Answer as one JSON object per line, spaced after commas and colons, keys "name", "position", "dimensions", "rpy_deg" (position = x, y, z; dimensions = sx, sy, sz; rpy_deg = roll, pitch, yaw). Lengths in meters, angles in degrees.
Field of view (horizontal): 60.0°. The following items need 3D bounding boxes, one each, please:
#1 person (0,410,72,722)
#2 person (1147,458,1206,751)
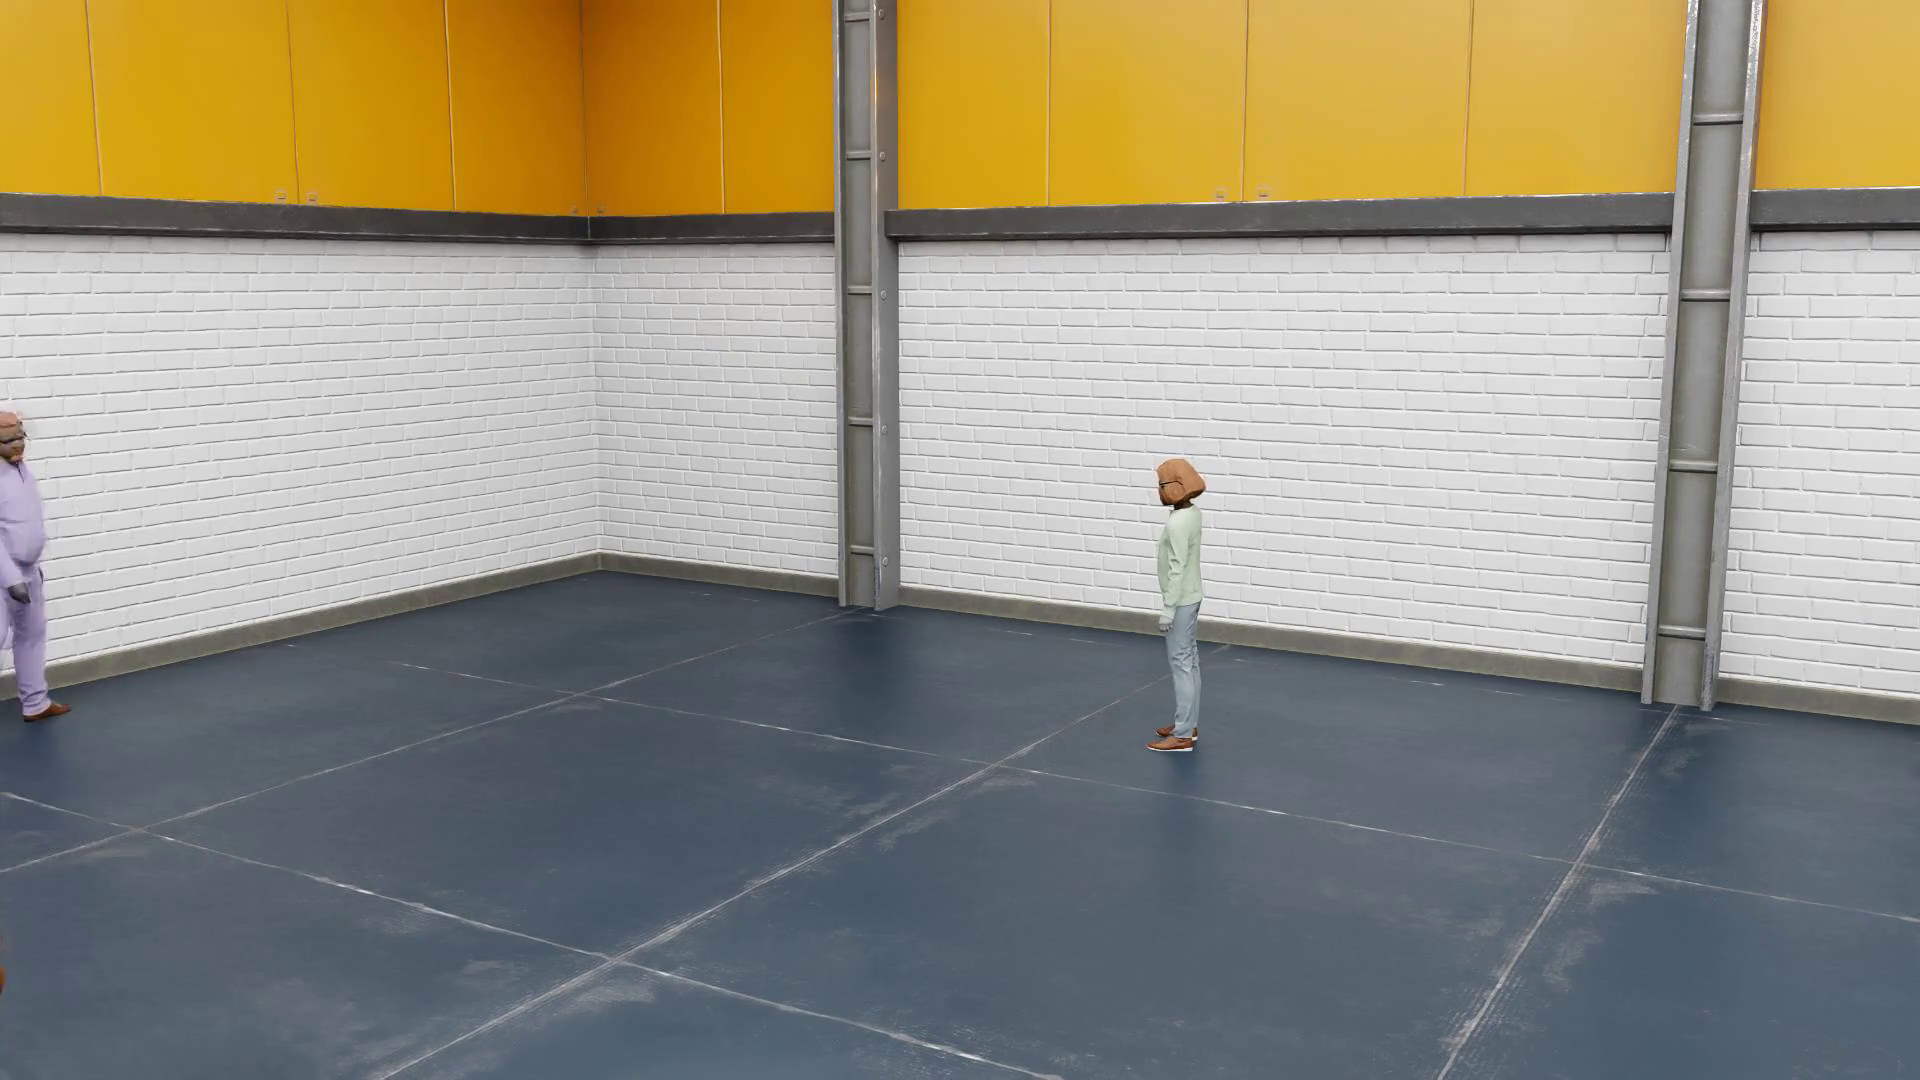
{"name": "person", "position": [-5.473, 0.193, 9.546], "dimensions": [0.417, 1.877, 0.918], "rpy_deg": [-1, 9, -4]}
{"name": "person", "position": [1.213, 0.359, 9.254], "dimensions": [0.289, 1.632, 0.497], "rpy_deg": [3, 10, 18]}
